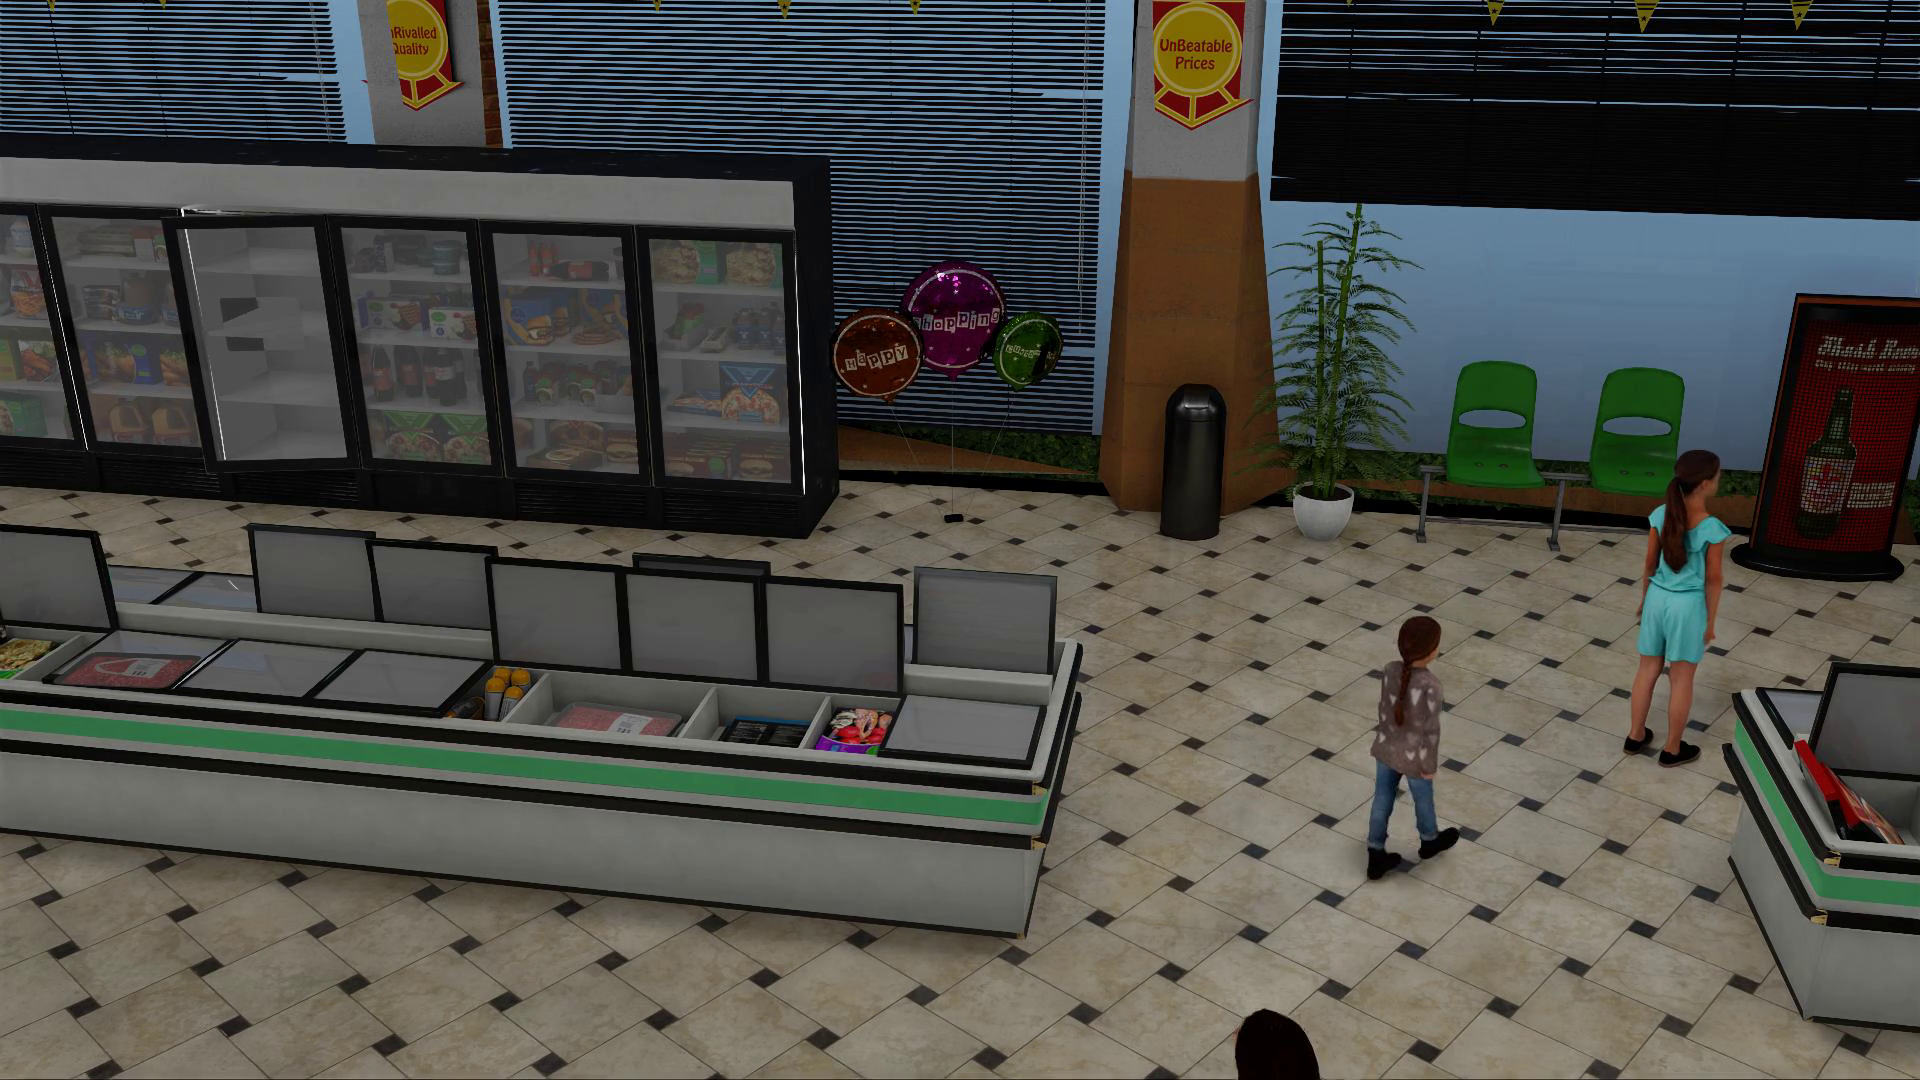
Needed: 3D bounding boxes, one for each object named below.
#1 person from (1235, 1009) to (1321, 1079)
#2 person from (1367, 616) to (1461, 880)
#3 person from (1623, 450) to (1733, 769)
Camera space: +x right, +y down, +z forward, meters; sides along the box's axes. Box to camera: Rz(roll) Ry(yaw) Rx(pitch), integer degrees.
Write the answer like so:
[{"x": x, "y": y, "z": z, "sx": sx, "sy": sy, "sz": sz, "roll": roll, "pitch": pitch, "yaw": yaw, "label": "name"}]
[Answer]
[{"x": 0.788, "y": 1.860, "z": 4.164, "sx": 0.830, "sy": 1.455, "sz": 0.899, "roll": -17, "pitch": 27, "yaw": -35, "label": "person"}, {"x": 1.829, "y": 0.890, "z": 6.949, "sx": 0.795, "sy": 1.177, "sz": 0.751, "roll": -17, "pitch": 27, "yaw": -36, "label": "person"}, {"x": 3.385, "y": 0.321, "z": 7.857, "sx": 0.705, "sy": 1.558, "sz": 0.639, "roll": -17, "pitch": 27, "yaw": -35, "label": "person"}]
